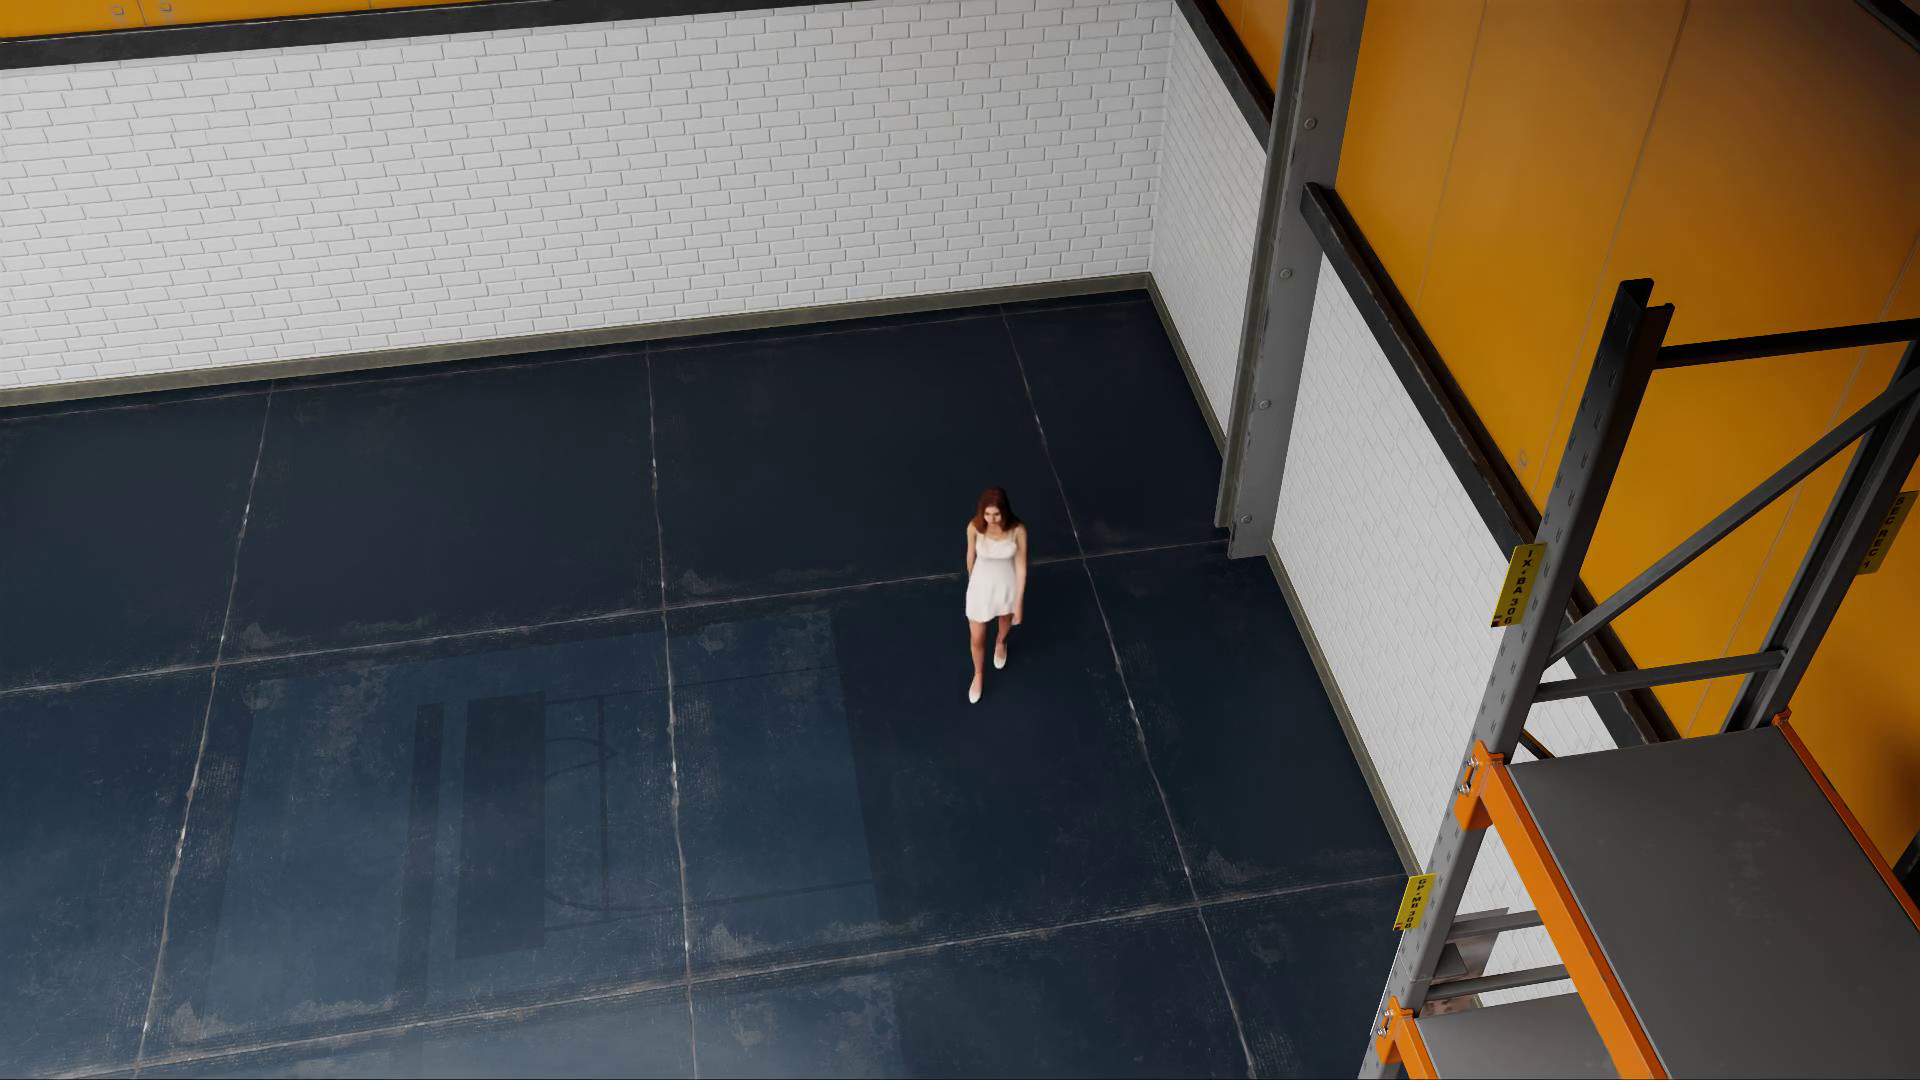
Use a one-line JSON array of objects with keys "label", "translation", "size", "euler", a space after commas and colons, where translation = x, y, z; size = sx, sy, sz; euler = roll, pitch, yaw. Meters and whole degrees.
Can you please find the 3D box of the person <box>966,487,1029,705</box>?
[{"label": "person", "translation": [0.260, 0.207, 10.680], "size": [0.682, 1.677, 0.898], "euler": [3, 44, 4]}]
